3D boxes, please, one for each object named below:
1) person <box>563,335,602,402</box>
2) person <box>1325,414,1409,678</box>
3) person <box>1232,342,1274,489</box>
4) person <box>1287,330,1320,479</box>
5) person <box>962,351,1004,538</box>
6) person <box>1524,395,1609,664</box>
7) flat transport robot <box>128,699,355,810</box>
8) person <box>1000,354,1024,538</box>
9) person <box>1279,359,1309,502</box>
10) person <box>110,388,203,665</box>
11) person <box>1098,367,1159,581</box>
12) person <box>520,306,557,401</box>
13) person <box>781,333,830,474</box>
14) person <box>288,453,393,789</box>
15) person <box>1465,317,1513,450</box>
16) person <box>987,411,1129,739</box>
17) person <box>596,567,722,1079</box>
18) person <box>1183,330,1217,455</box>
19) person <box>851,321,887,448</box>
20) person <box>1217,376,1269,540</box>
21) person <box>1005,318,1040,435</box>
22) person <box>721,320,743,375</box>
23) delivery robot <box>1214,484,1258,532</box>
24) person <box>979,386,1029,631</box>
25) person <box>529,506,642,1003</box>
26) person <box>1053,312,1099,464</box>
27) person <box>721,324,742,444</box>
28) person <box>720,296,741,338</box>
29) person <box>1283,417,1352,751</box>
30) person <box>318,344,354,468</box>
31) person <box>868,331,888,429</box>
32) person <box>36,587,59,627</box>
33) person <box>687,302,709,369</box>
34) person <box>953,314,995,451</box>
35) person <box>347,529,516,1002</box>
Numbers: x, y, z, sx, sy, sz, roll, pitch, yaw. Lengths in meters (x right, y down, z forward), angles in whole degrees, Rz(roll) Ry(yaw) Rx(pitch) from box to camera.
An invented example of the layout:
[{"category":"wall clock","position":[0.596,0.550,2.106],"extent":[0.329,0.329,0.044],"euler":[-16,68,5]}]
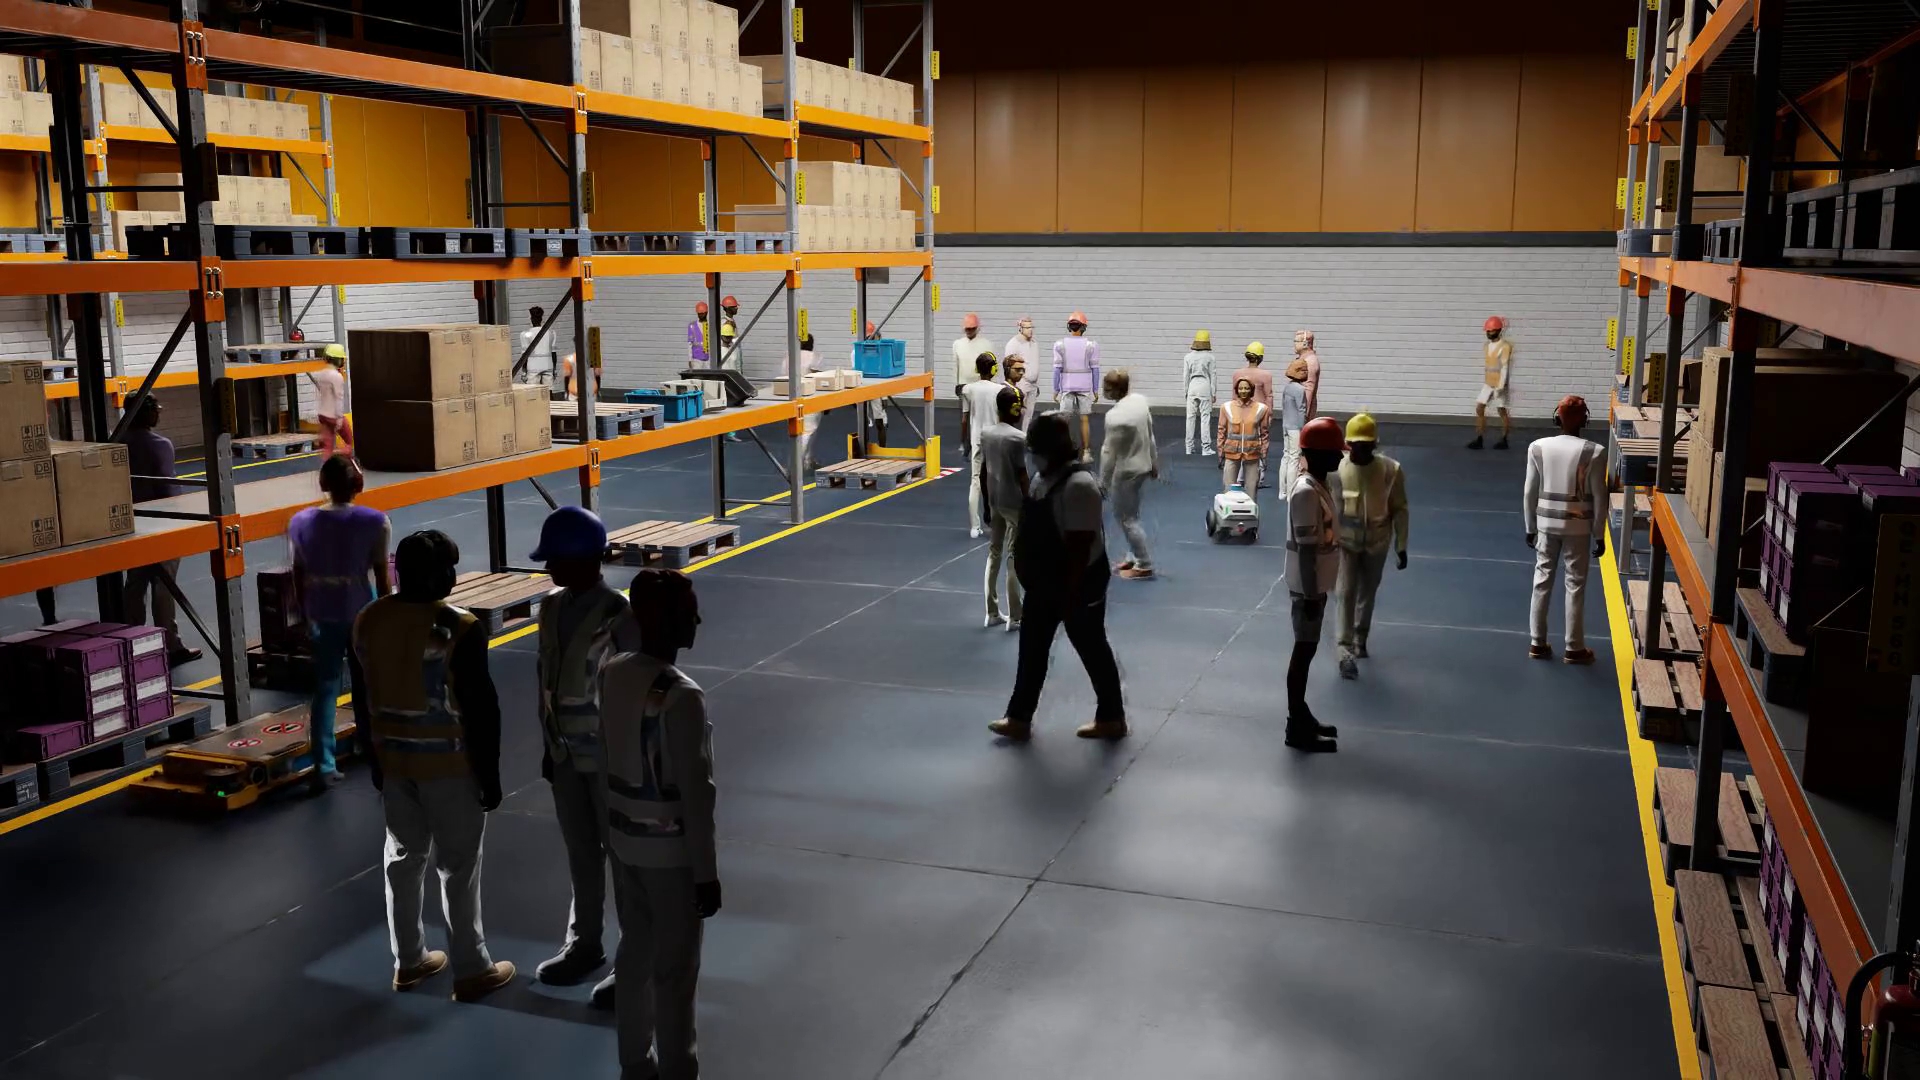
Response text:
[{"category":"person","position":[-5.380,-2.120,23.733],"extent":[0.552,1.696,0.381],"euler":[-4,11,-20]},{"category":"person","position":[2.773,0.013,11.507],"extent":[0.591,1.787,0.927],"euler":[1,10,4]},{"category":"person","position":[3.530,-1.498,20.032],"extent":[0.525,1.769,0.316],"euler":[7,12,34]},{"category":"person","position":[4.112,-1.570,20.041],"extent":[0.410,1.909,0.643],"euler":[1,10,8]},{"category":"person","position":[0.260,-0.945,16.618],"extent":[0.520,1.874,0.332],"euler":[4,11,23]},{"category":"person","position":[4.249,-0.072,11.670],"extent":[0.584,1.882,0.349],"euler":[9,13,41]},{"category":"flat transport robot","position":[-3.810,1.162,9.256],"extent":[0.652,0.197,1.431],"euler":[4,11,19]},{"category":"person","position":[0.497,-0.944,16.698],"extent":[0.351,1.843,0.506],"euler":[2,10,11]},{"category":"person","position":[3.829,-1.248,18.997],"extent":[0.265,1.631,0.507],"euler":[-2,10,-11]},{"category":"person","position":[-5.656,-0.088,11.607],"extent":[0.630,1.940,0.372],"euler":[4,11,21]},{"category":"person","position":[1.441,-0.563,14.427],"extent":[0.529,1.883,0.715],"euler":[5,11,26]},{"category":"person","position":[-6.631,-2.694,26.202],"extent":[0.607,1.966,0.367],"euler":[-8,13,-37]},{"category":"person","position":[-2.025,-1.762,21.407],"extent":[0.621,1.817,0.846],"euler":[5,11,26]},{"category":"person","position":[-3.384,0.418,9.159],"extent":[0.584,1.797,0.965],"euler":[0,10,0]},{"category":"person","position":[7.571,-2.216,23.706],"extent":[0.777,1.905,0.548],"euler":[-5,11,-27]},{"category":"person","position":[0.580,0.197,9.711],"extent":[0.956,2.000,0.706],"euler":[-5,11,-25]},{"category":"person","position":[-0.981,1.020,5.514],"extent":[0.339,1.882,0.584],"euler":[-9,13,-40]},{"category":"person","position":[3.365,-2.057,23.242],"extent":[0.493,1.743,0.295],"euler":[6,12,31]},{"category":"person","position":[-1.201,-1.925,21.980],"extent":[0.538,1.929,0.382],"euler":[3,11,18]},{"category":"person","position":[2.805,-0.813,16.529],"extent":[0.511,1.641,0.308],"euler":[2,10,10]},{"category":"person","position":[0.921,-2.179,23.470],"extent":[0.409,1.907,0.651],"euler":[8,13,37]},{"category":"person","position":[-3.924,-2.927,28.421],"extent":[0.520,1.645,0.307],"euler":[6,12,32]},{"category":"delivery robot","position":[2.734,-0.309,16.477],"extent":[0.477,0.478,0.707],"euler":[0,10,0]},{"category":"person","position":[0.367,-0.240,12.673],"extent":[0.328,1.865,0.517],"euler":[-10,14,-43]},{"category":"person","position":[-1.430,0.823,6.465],"extent":[0.607,1.941,0.406],"euler":[8,13,38]},{"category":"person","position":[1.555,-2.035,22.305],"extent":[0.615,2.029,0.401],"euler":[1,10,6]},{"category":"person","position":[-3.448,-2.304,24.576],"extent":[0.319,1.767,0.526],"euler":[10,14,44]},{"category":"person","position":[-3.972,-3.212,28.892],"extent":[0.369,2.044,0.615],"euler":[1,10,4]},{"category":"person","position":[2.076,0.247,9.719],"extent":[0.358,1.938,0.542],"euler":[3,10,15]},{"category":"person","position":[-7.504,-1.485,20.033],"extent":[0.518,1.740,0.537],"euler":[7,12,36]},{"category":"person","position":[-1.364,-2.564,26.518],"extent":[0.538,1.585,0.880],"euler":[-3,10,-16]},{"category":"person","position":[-6.816,-0.110,11.861],"extent":[0.577,1.899,0.783],"euler":[7,12,36]},{"category":"person","position":[-4.503,-3.212,29.203],"extent":[0.552,1.935,0.373],"euler":[-1,10,-5]},{"category":"person","position":[0.216,-2.291,23.994],"extent":[0.632,1.955,0.993],"euler":[2,10,13]},{"category":"person","position":[-2.042,0.870,6.480],"extent":[0.631,1.842,0.428],"euler":[4,11,22]}]
